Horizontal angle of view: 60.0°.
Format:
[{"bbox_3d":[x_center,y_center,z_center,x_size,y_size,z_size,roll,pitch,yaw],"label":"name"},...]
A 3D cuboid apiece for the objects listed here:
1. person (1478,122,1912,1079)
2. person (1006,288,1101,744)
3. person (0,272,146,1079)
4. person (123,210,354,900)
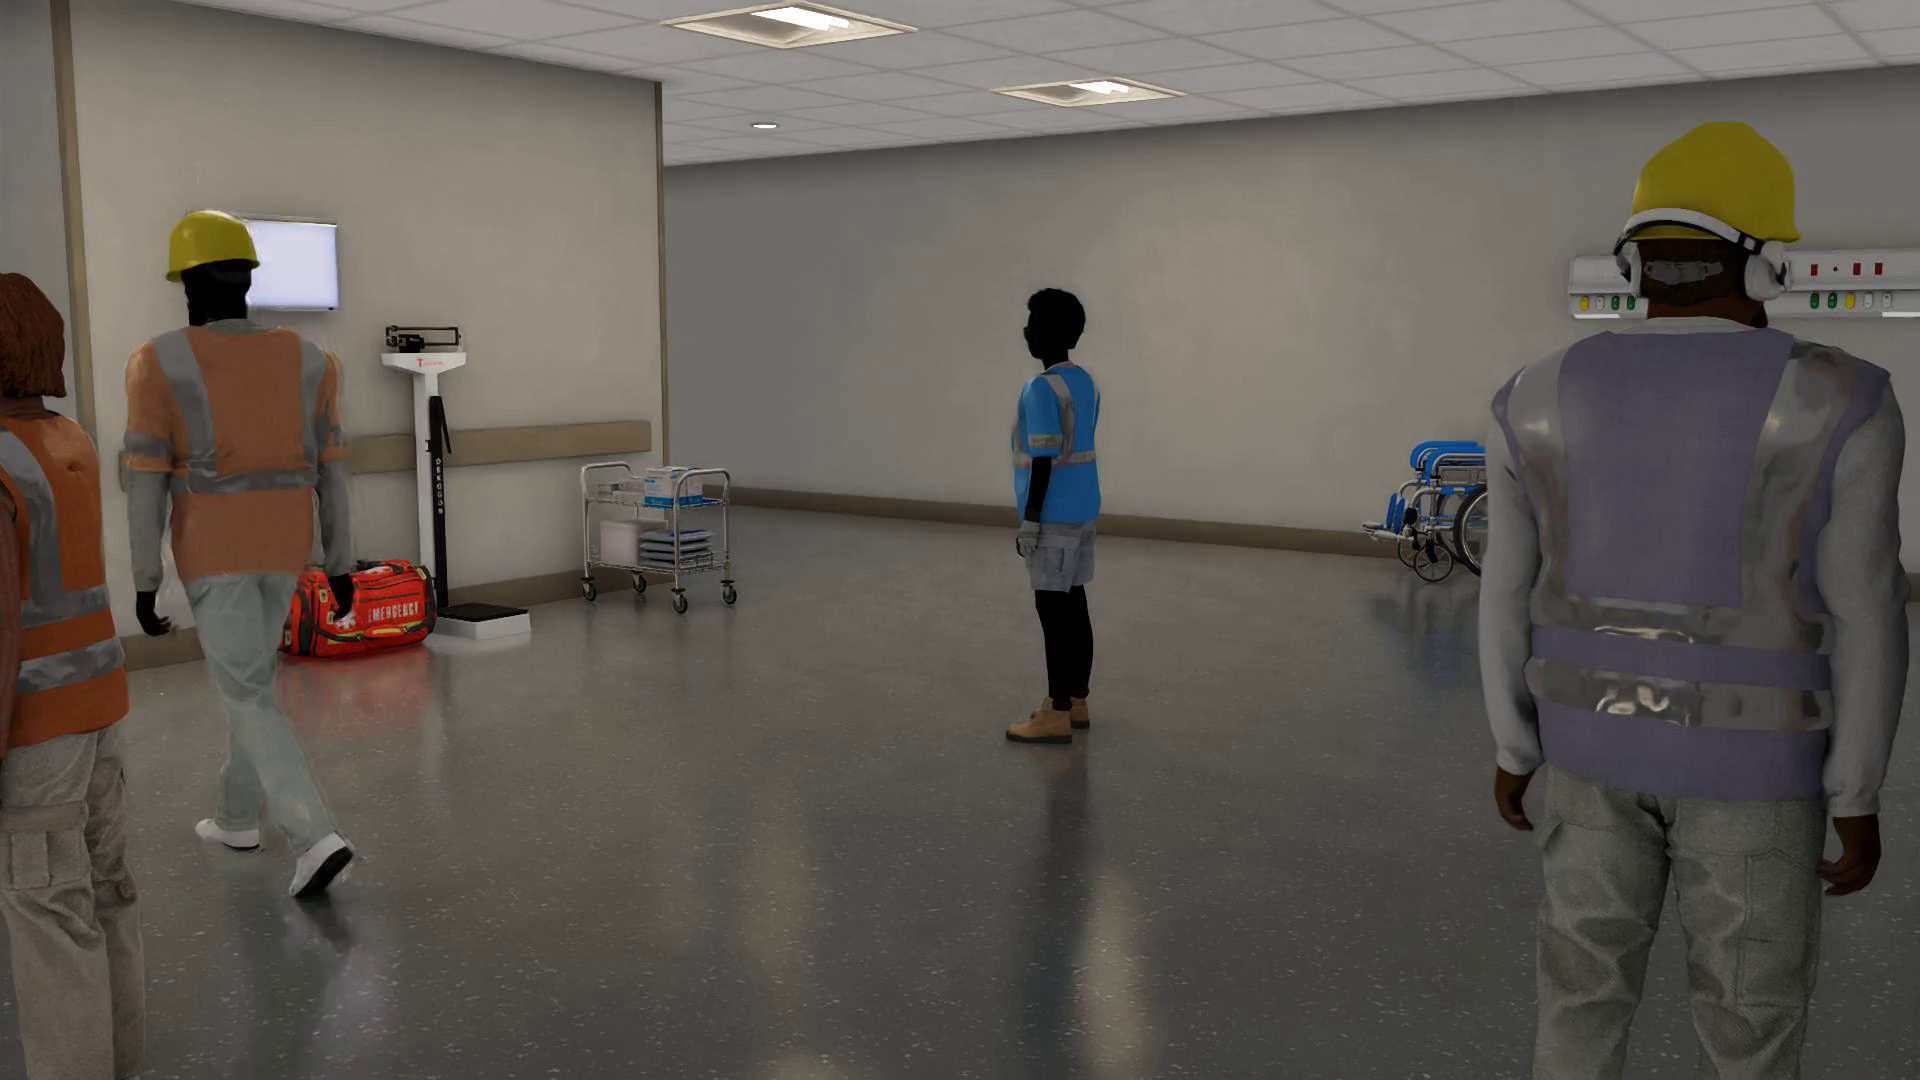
[{"bbox_3d":[1.082,0.308,2.497,0.592,1.834,0.404,6,9,41],"label":"person"},{"bbox_3d":[0.356,-0.089,6.241,0.318,1.697,0.535,3,8,22],"label":"person"},{"bbox_3d":[-1.665,0.343,2.986,0.315,1.641,0.515,-1,7,-10],"label":"person"},{"bbox_3d":[-1.963,0.026,4.613,0.954,1.883,0.587,6,9,38],"label":"person"}]
